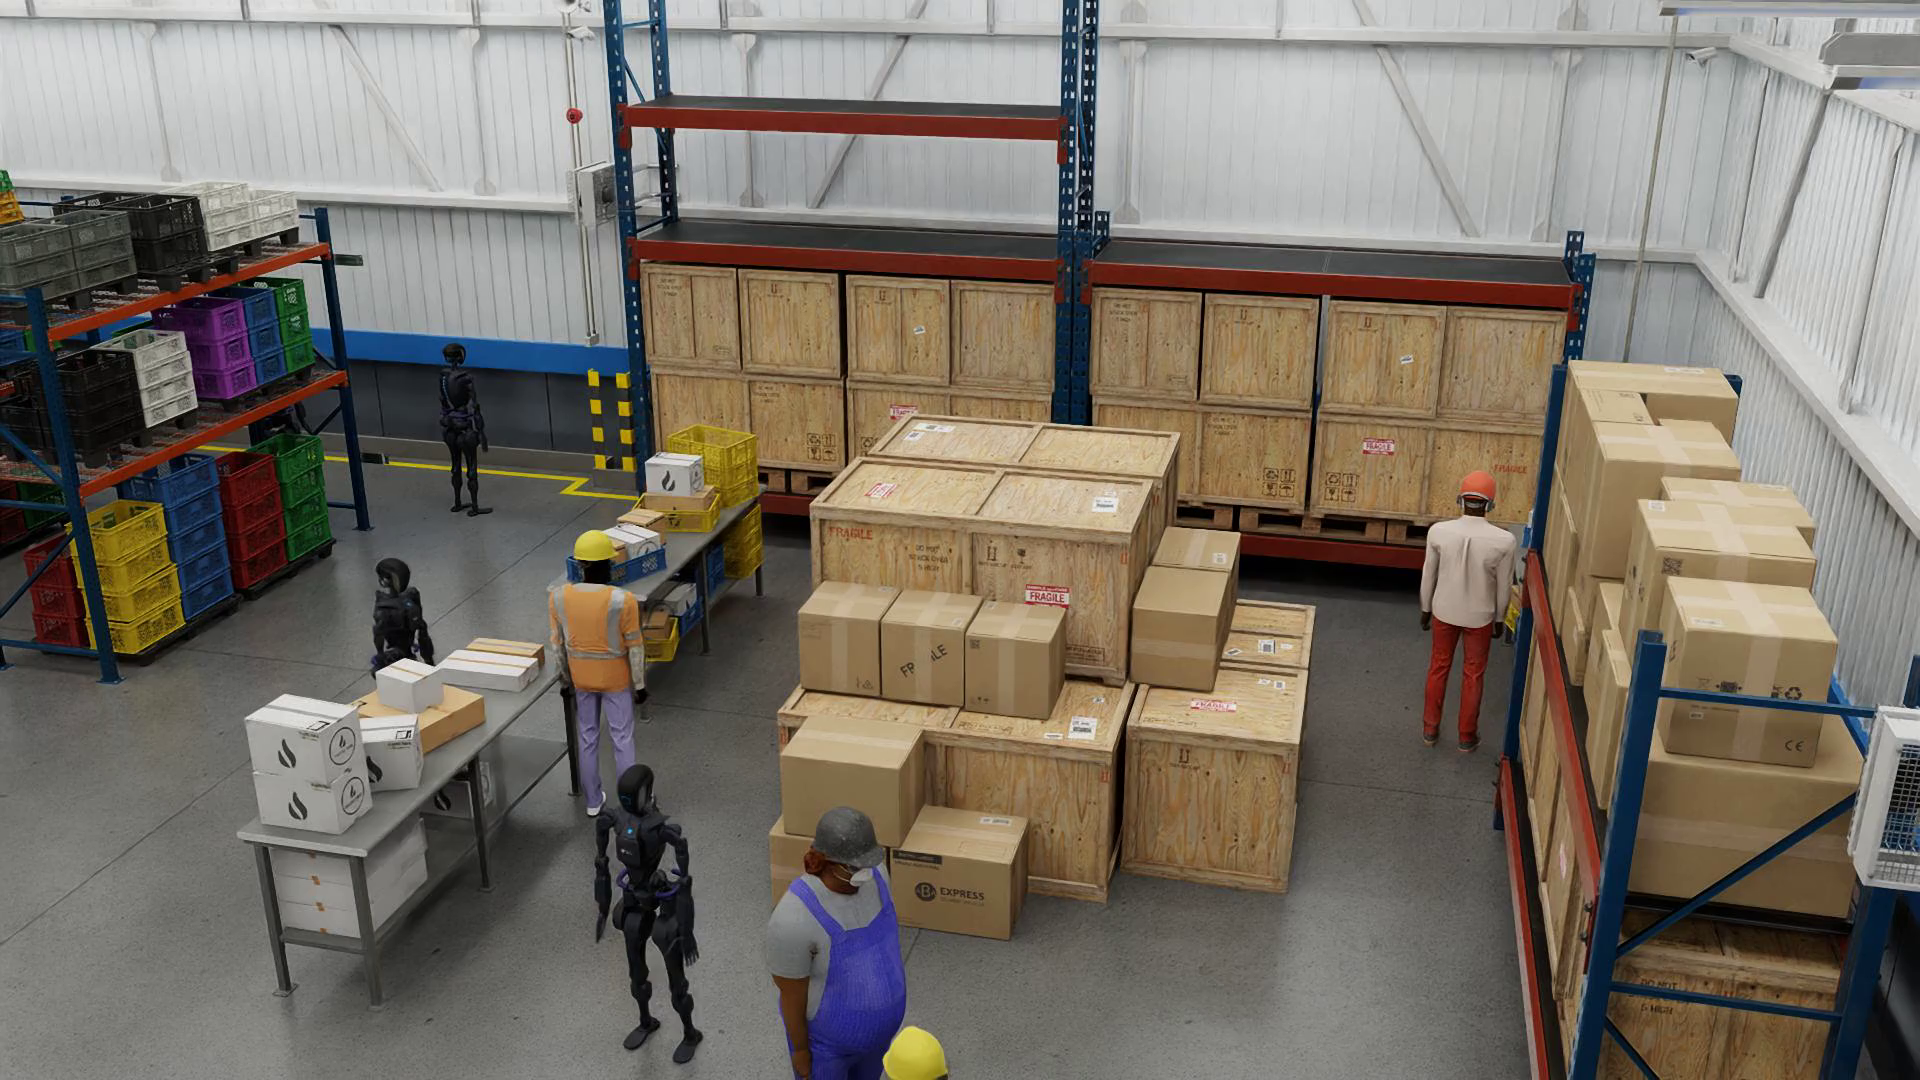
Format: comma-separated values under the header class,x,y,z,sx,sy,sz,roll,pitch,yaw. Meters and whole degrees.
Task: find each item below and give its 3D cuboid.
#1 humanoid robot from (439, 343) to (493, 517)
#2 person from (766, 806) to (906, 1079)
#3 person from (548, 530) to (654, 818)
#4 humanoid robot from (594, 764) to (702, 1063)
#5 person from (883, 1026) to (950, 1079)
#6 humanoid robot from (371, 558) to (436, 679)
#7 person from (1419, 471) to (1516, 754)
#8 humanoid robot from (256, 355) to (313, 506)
class,x,y,z,sx,sy,sz,roll,pitch,yaw
humanoid robot,-4.734,-1.066,15.843,0.586,1.657,0.327,15,25,34
person,-0.478,2.048,7.209,0.536,2.000,0.680,17,27,38
person,-2.257,0.860,10.482,0.586,1.922,0.379,4,21,9
humanoid robot,-1.541,1.842,8.252,0.573,1.650,0.339,8,23,21
person,-0.155,2.579,6.199,0.524,1.768,0.314,-19,28,-40
humanoid robot,-3.588,0.884,10.756,0.318,1.653,0.567,4,21,11
person,3.454,0.487,11.391,0.604,1.977,0.431,12,24,28
humanoid robot,-6.478,-1.073,15.860,0.331,1.657,0.600,11,24,27
